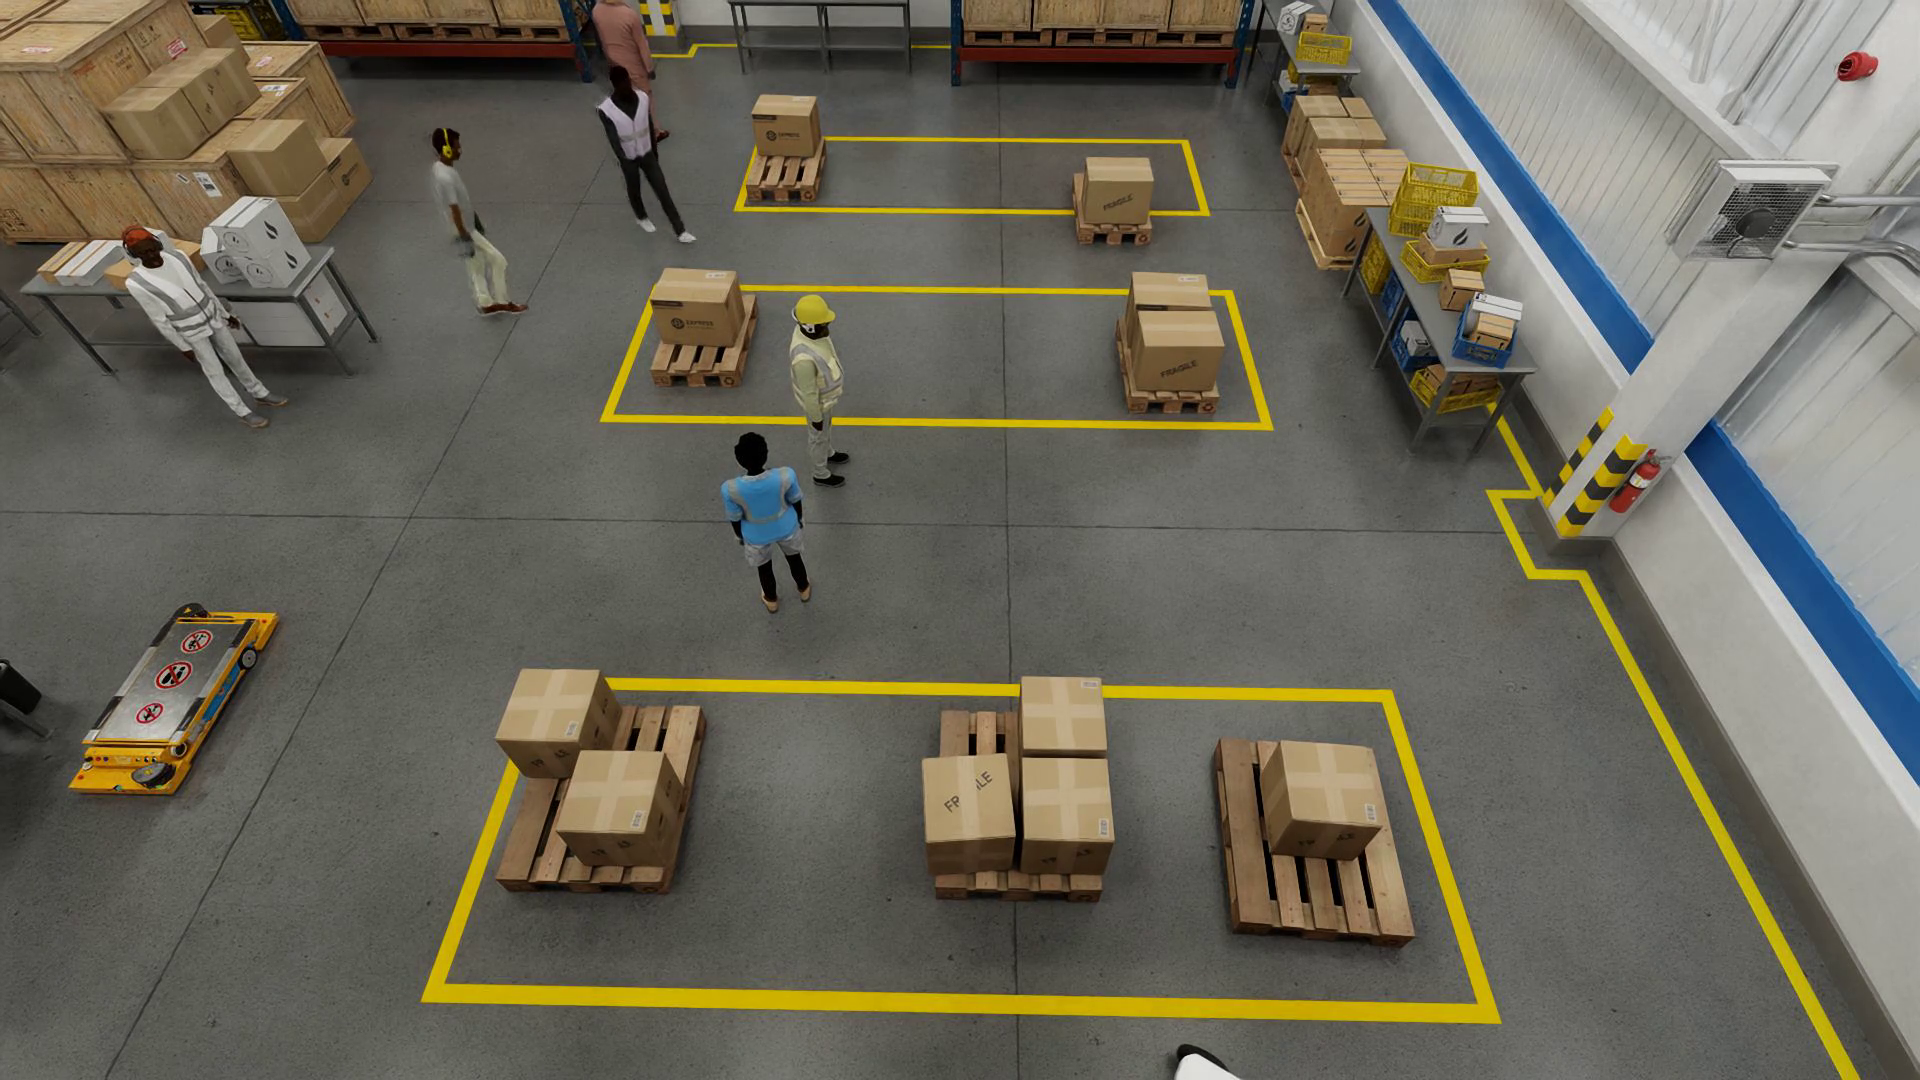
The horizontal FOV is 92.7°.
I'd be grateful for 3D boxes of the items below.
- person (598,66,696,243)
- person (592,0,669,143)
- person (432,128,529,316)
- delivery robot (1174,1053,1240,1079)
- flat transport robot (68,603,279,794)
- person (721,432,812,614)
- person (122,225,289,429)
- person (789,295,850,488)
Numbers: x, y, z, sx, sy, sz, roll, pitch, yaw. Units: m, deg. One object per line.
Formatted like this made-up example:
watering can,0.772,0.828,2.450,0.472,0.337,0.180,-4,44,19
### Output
person,-3.383,-4.055,9.742,0.580,1.859,0.980,-35,58,-26
person,-4.048,-5.881,11.270,0.654,1.900,0.397,17,52,14
person,-4.721,-3.029,8.899,0.607,1.828,0.595,-23,54,-18
delivery robot,1.406,2.938,4.619,0.707,0.478,0.477,24,54,19
flat transport robot,-5.504,1.072,6.442,0.652,0.197,1.431,1,50,1
person,-1.350,-0.096,6.502,0.540,1.696,0.315,-17,52,-14
person,-6.473,-1.808,7.835,0.360,1.877,0.575,9,50,7
person,-1.116,-1.175,7.335,0.404,1.824,0.595,1,50,1
